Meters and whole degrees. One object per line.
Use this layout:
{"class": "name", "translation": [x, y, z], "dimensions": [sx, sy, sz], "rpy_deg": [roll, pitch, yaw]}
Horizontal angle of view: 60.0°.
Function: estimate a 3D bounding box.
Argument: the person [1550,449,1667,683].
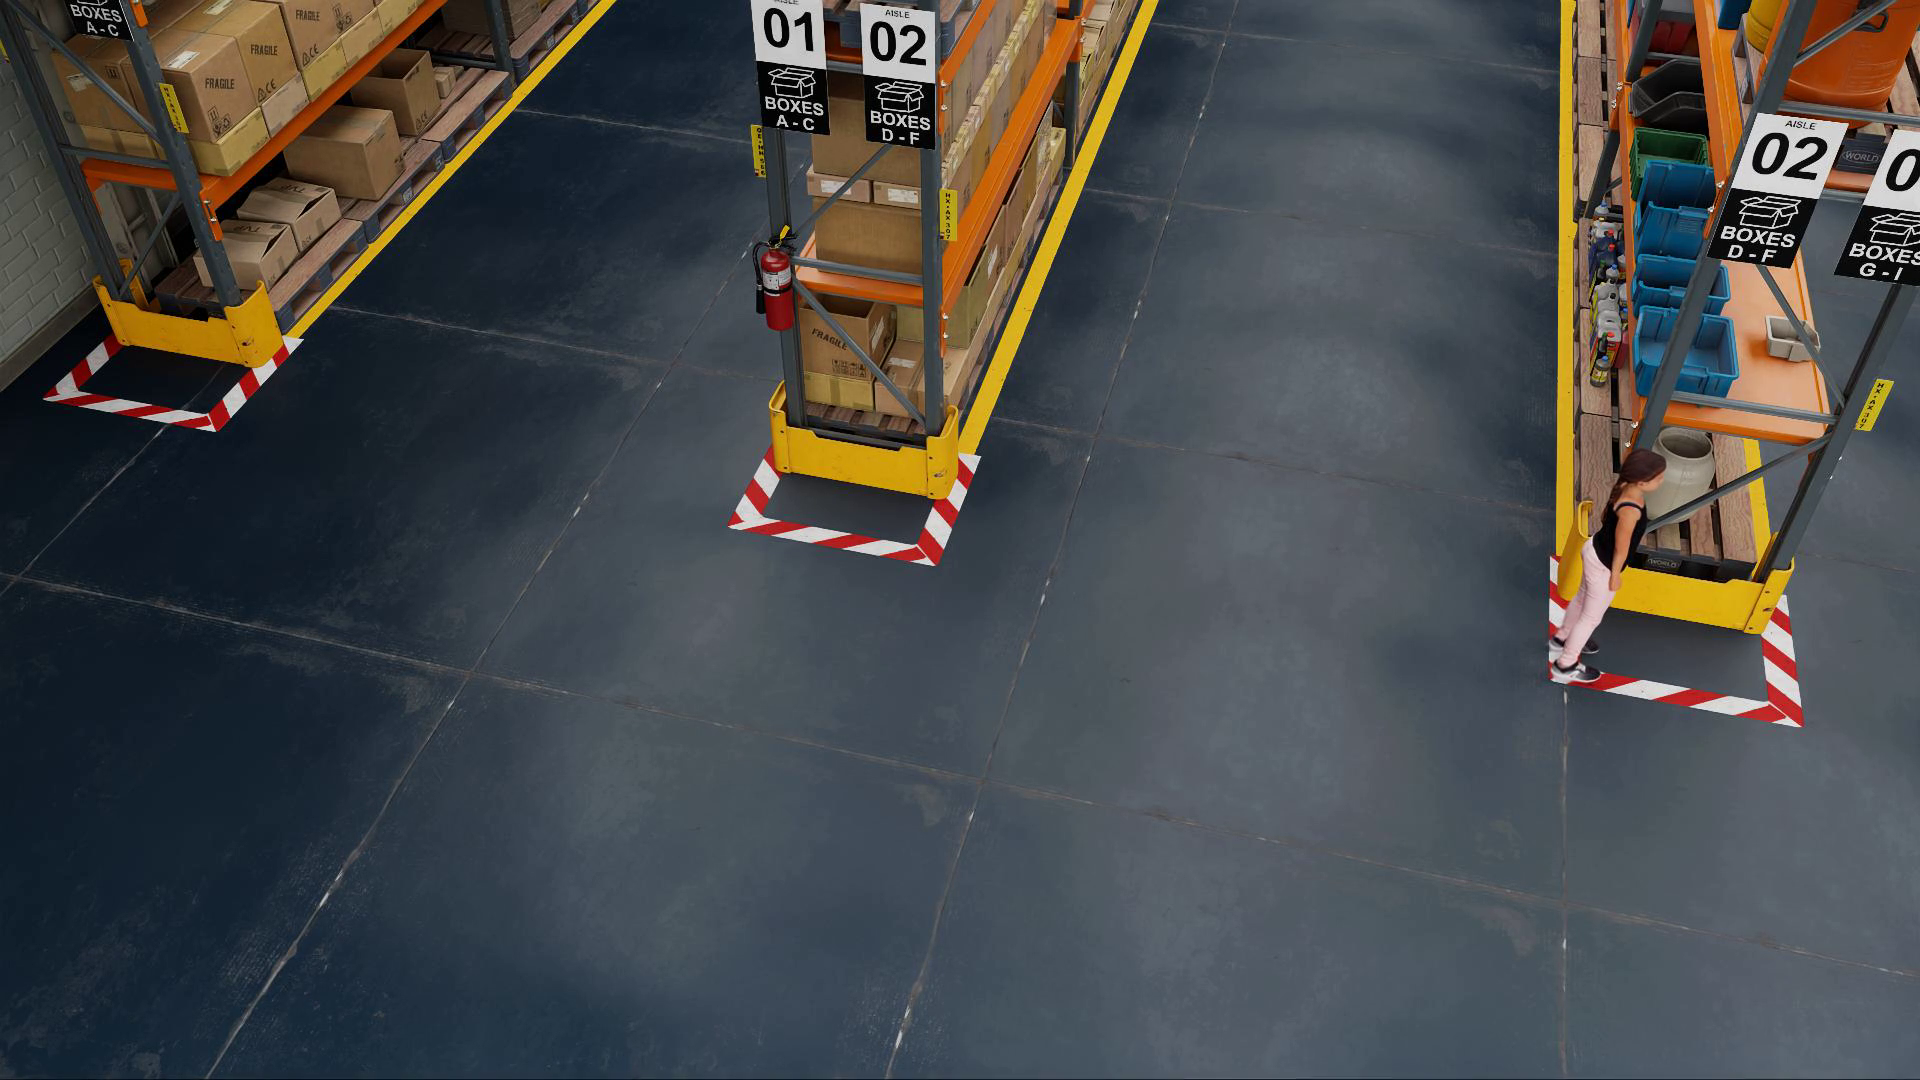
{"class": "person", "translation": [3.478, 0.118, 8.971], "dimensions": [0.577, 1.563, 0.462], "rpy_deg": [6, 43, 7]}
